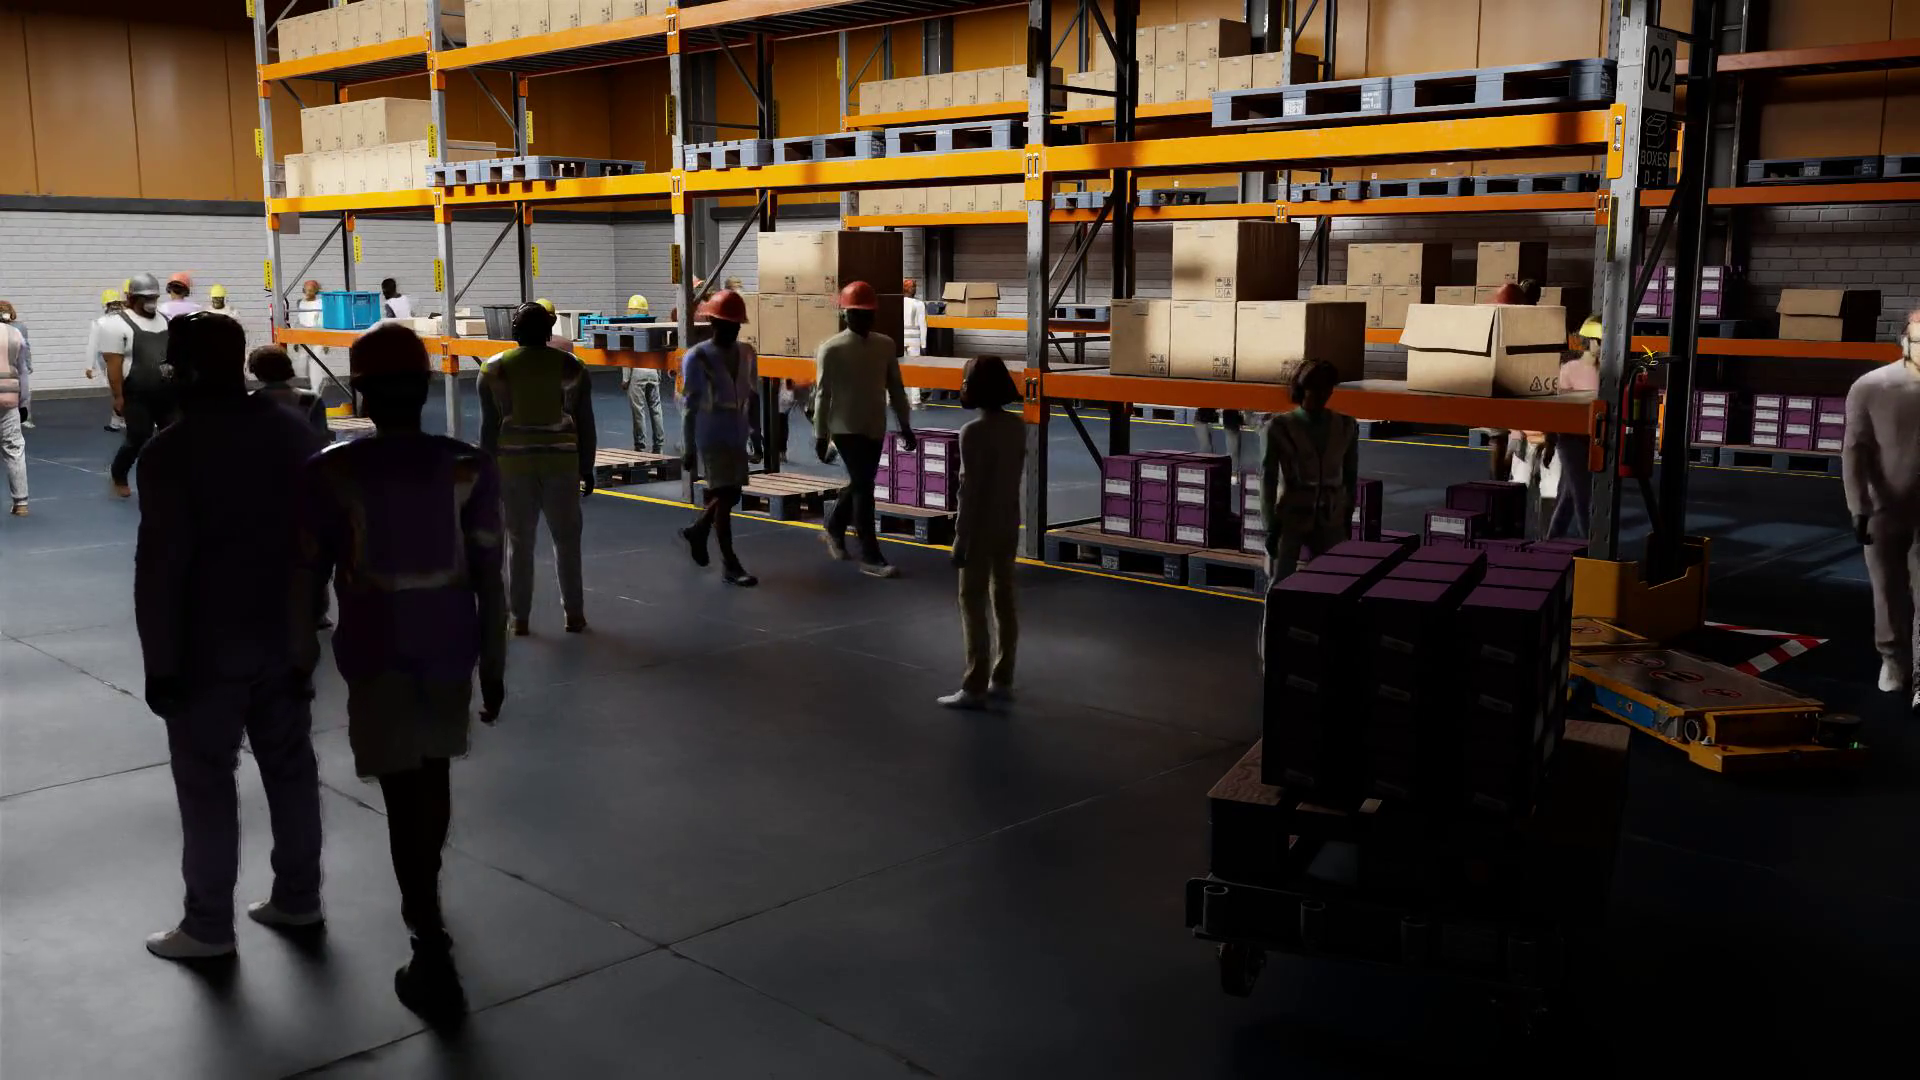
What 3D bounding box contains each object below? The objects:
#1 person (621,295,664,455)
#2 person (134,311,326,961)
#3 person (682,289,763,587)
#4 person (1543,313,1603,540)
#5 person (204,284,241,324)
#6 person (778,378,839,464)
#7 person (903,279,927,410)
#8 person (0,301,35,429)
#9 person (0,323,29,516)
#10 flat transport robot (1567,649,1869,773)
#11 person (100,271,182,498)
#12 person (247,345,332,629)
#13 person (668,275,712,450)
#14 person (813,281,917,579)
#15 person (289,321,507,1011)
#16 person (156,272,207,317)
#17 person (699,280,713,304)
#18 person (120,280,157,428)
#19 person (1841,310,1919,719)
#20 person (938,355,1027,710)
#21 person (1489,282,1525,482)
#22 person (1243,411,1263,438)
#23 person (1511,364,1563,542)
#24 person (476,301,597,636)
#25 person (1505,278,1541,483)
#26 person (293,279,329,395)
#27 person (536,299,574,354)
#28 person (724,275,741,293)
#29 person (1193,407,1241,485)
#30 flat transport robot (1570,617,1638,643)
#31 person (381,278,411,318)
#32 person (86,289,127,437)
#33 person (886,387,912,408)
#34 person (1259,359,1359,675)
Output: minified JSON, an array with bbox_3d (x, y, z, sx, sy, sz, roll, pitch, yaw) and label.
[{"bbox_3d":[-3.436,-1.755,17.878,0.487,1.744,0.314,-9,13,-44],"label":"person"},{"bbox_3d":[-2.154,0.283,4.914,0.414,1.903,0.663,4,10,25],"label":"person"},{"bbox_3d":[-1.602,-0.668,10.779,0.831,1.903,0.582,9,13,43],"label":"person"},{"bbox_3d":[4.143,-0.599,10.842,0.545,1.719,0.883,-5,11,-29],"label":"person"},{"bbox_3d":[-10.723,-2.810,24.163,0.594,1.807,0.780,0,9,-1],"label":"person"},{"bbox_3d":[-1.640,-1.608,17.256,0.850,1.650,0.525,6,11,31],"label":"person"},{"bbox_3d":[-0.741,-2.806,23.895,0.579,1.882,0.342,4,10,25],"label":"person"},{"bbox_3d":[-11.877,-2.180,20.831,0.461,1.619,0.533,8,13,42],"label":"person"},{"bbox_3d":[-7.877,-1.085,13.471,0.430,1.845,0.620,8,12,40],"label":"person"},{"bbox_3d":[3.193,0.709,7.280,0.652,0.197,1.431,-2,9,-10],"label":"flat transport robot"},{"bbox_3d":[-6.983,-1.309,14.241,0.807,2.000,0.685,6,11,32],"label":"person"},{"bbox_3d":[-3.708,-0.258,9.099,0.531,1.606,0.487,-2,10,-14],"label":"person"},{"bbox_3d":[-2.896,-1.952,18.429,0.750,1.969,0.411,3,10,17],"label":"person"},{"bbox_3d":[-0.717,-0.760,11.172,0.601,1.959,0.999,-8,12,-41],"label":"person"},{"bbox_3d":[-1.603,0.322,4.781,0.570,1.870,1.024,-5,10,-27],"label":"person"},{"bbox_3d":[-9.025,-2.113,19.328,0.619,2.002,1.015,-8,12,-42],"label":"person"},{"bbox_3d":[-3.574,-2.736,23.511,0.316,1.870,0.531,4,10,22],"label":"person"},{"bbox_3d":[-10.383,-2.351,21.085,0.724,1.895,0.611,-2,10,-14],"label":"person"},{"bbox_3d":[4.384,-0.134,7.632,0.637,1.845,1.040,6,11,32],"label":"person"},{"bbox_3d":[0.123,-0.035,7.679,0.302,1.633,0.508,6,11,34],"label":"person"},{"bbox_3d":[4.588,-1.201,13.960,0.568,1.915,0.508,-1,9,-4],"label":"person"},{"bbox_3d":[2.874,-1.591,16.615,0.562,1.843,0.740,-5,11,-29],"label":"person"},{"bbox_3d":[4.119,-0.733,11.977,0.514,1.618,0.634,-3,10,-19],"label":"person"},{"bbox_3d":[-2.330,-0.390,9.211,0.632,1.843,0.429,-3,10,-16],"label":"person"},{"bbox_3d":[5.322,-1.493,15.676,0.630,1.940,0.372,-2,9,-11],"label":"person"},{"bbox_3d":[-9.792,-3.013,25.220,0.606,1.867,0.542,2,10,13],"label":"person"},{"bbox_3d":[-3.561,-1.189,14.344,0.532,1.767,0.328,-9,13,-43],"label":"person"},{"bbox_3d":[-2.994,-2.507,21.901,0.632,1.939,0.365,-9,13,-42],"label":"person"},{"bbox_3d":[2.419,-1.432,15.663,0.544,1.818,0.634,-7,12,-37],"label":"person"},{"bbox_3d":[2.746,0.552,8.237,1.431,0.197,0.652,-2,9,-10],"label":"flat transport robot"},{"bbox_3d":[-8.639,-3.099,25.744,0.375,1.877,0.692,2,9,11],"label":"person"},{"bbox_3d":[-10.178,-2.122,20.069,0.943,1.782,0.608,6,11,33],"label":"person"},{"bbox_3d":[-0.972,-2.831,24.266,0.650,1.817,0.711,-9,13,-43],"label":"person"},{"bbox_3d":[1.667,-0.042,7.825,0.538,1.595,0.863,-2,9,-9],"label":"person"}]
